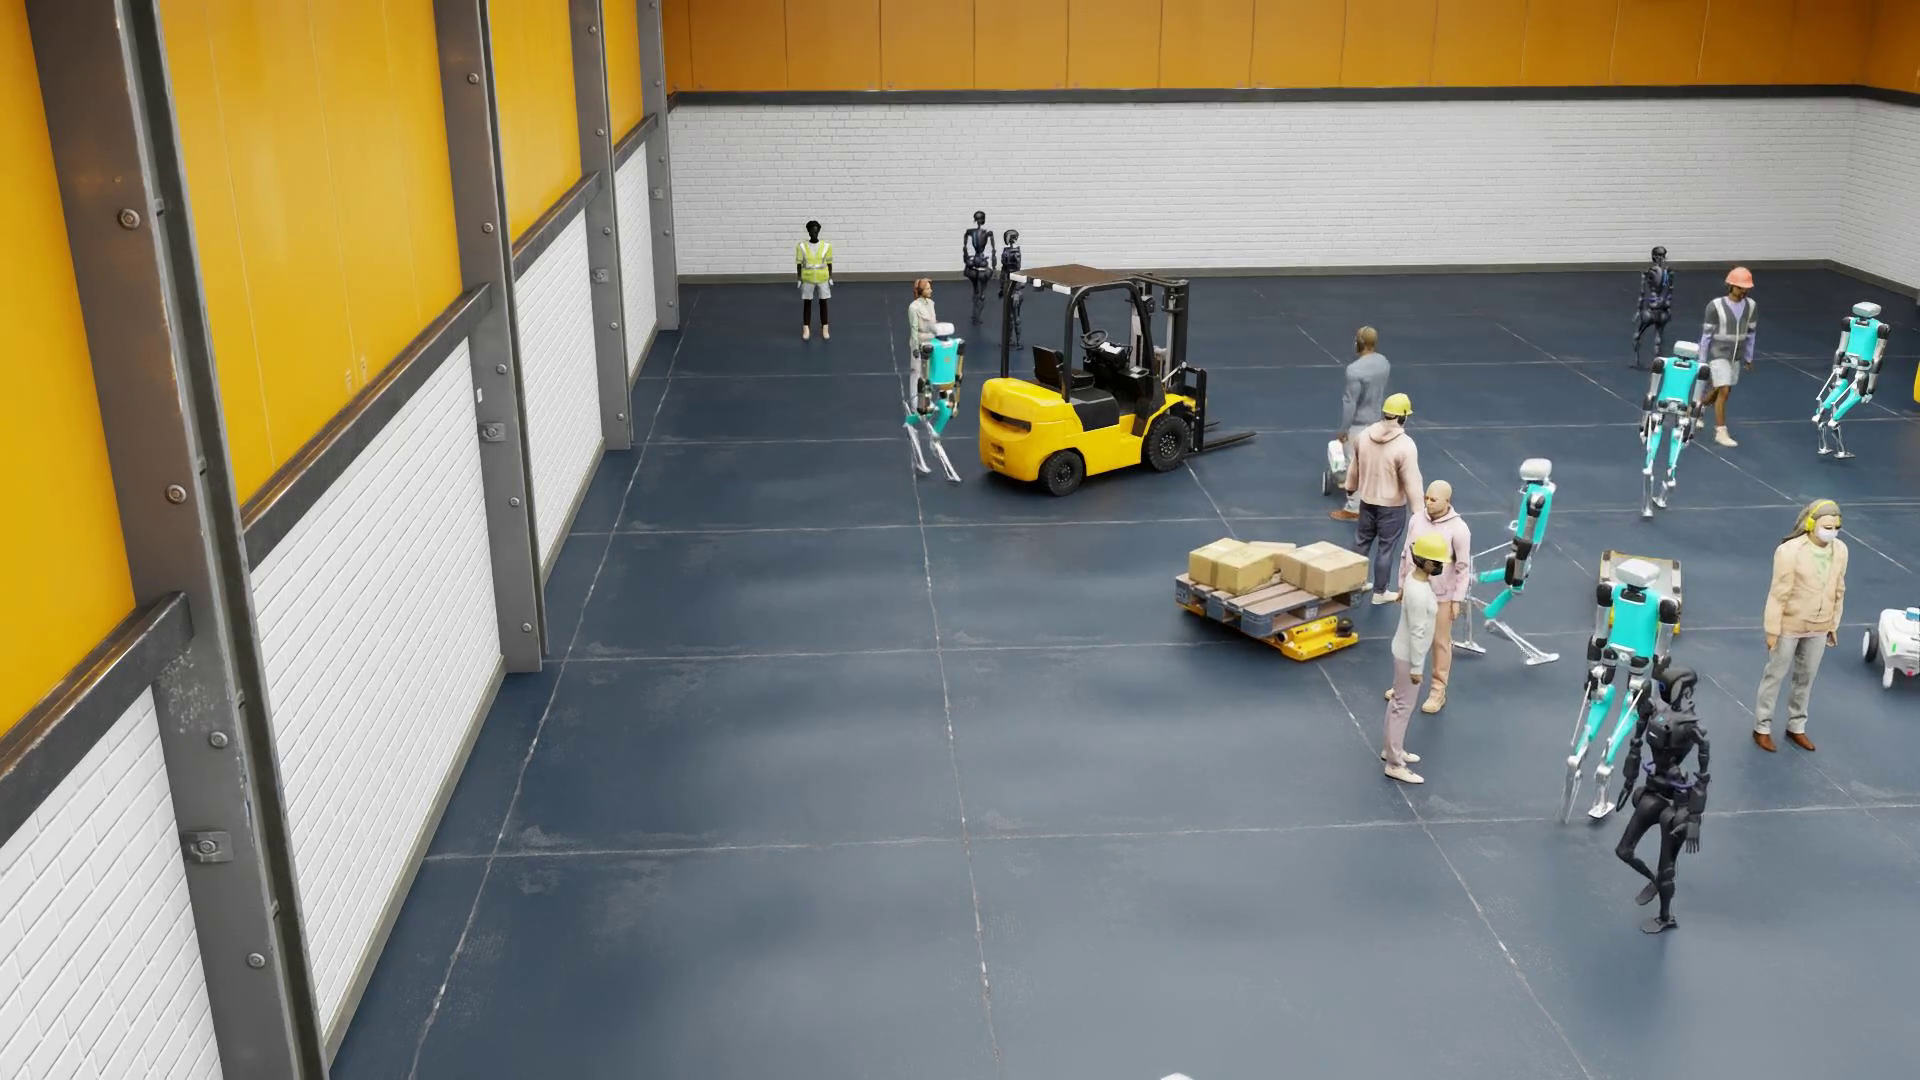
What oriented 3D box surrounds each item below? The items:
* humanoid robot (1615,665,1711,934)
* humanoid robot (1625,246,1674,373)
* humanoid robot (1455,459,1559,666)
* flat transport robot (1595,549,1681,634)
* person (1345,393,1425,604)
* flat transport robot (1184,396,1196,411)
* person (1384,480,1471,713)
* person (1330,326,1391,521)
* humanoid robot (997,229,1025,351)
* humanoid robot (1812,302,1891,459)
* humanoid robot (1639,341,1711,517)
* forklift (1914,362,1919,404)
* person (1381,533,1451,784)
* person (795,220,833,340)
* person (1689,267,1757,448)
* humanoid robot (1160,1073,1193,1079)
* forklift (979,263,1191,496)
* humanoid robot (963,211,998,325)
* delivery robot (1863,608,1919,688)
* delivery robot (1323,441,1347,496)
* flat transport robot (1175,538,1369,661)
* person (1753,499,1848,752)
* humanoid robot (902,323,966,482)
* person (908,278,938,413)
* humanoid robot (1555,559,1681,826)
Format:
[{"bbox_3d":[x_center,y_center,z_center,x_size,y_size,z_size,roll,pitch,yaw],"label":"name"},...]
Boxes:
[{"bbox_3d":[4.064,1.488,9.522,0.368,1.655,0.603,-8,22,-20],"label":"humanoid robot"},{"bbox_3d":[9.142,-3.042,21.886,0.585,1.634,0.549,-8,22,-21],"label":"humanoid robot"},{"bbox_3d":[4.230,0.197,13.022,1.035,1.763,0.581,9,22,22],"label":"humanoid robot"},{"bbox_3d":[5.893,0.435,14.441,0.659,0.231,1.431,8,22,20],"label":"flat transport robot"},{"bbox_3d":[3.625,-0.348,14.281,0.434,1.854,0.817,-16,26,-37],"label":"person"},{"bbox_3d":[2.181,-1.750,20.395,1.431,0.231,0.659,10,22,24],"label":"flat transport robot"},{"bbox_3d":[3.501,0.399,12.342,0.535,1.781,0.401,19,27,41],"label":"person"},{"bbox_3d":[3.955,-1.136,16.350,0.653,1.927,0.349,-19,27,-41],"label":"person"},{"bbox_3d":[0.717,-3.465,23.004,0.315,1.657,0.599,-8,22,-20],"label":"humanoid robot"},{"bbox_3d":[9.508,-1.700,17.933,0.734,1.677,0.533,-10,23,-26],"label":"humanoid robot"},{"bbox_3d":[6.975,-1.028,16.330,0.577,1.772,0.892,7,21,18],"label":"humanoid robot"},{"bbox_3d":[12.602,-2.435,19.475,2.313,2.155,1.214,-1,20,-4],"label":"forklift"},{"bbox_3d":[3.105,0.780,11.330,0.326,1.765,0.526,4,21,12],"label":"person"},{"bbox_3d":[-2.058,-3.688,23.598,0.540,1.696,0.315,-2,20,-6],"label":"person"},{"bbox_3d":[8.679,-2.124,18.898,0.618,2.010,0.926,-4,21,-11],"label":"person"},{"bbox_3d":[0.557,2.728,6.210,0.787,1.893,0.548,19,27,41],"label":"humanoid robot"},{"bbox_3d":[1.315,-1.764,17.646,2.313,2.155,1.214,-14,24,-33],"label":"forklift"},{"bbox_3d":[0.306,-4.047,24.620,0.590,1.640,0.567,11,23,28],"label":"humanoid robot"},{"bbox_3d":[7.397,0.821,13.001,0.499,0.613,0.796,8,21,20],"label":"delivery robot"},{"bbox_3d":[4.031,-0.781,17.321,0.499,0.581,0.754,2,20,6],"label":"delivery robot"},{"bbox_3d":[2.566,0.629,13.913,0.659,0.231,1.431,-13,24,-32],"label":"flat transport robot"},{"bbox_3d":[5.905,0.594,11.701,0.560,1.868,0.414,-3,20,-8],"label":"person"},{"bbox_3d":[-0.305,-1.445,17.439,0.540,1.760,0.908,-13,24,-32],"label":"humanoid robot"},{"bbox_3d":[-0.450,-2.325,19.964,0.306,1.644,0.513,9,22,24],"label":"person"},{"bbox_3d":[4.153,1.093,10.686,0.714,1.902,0.544,-17,26,-39],"label":"humanoid robot"}]
